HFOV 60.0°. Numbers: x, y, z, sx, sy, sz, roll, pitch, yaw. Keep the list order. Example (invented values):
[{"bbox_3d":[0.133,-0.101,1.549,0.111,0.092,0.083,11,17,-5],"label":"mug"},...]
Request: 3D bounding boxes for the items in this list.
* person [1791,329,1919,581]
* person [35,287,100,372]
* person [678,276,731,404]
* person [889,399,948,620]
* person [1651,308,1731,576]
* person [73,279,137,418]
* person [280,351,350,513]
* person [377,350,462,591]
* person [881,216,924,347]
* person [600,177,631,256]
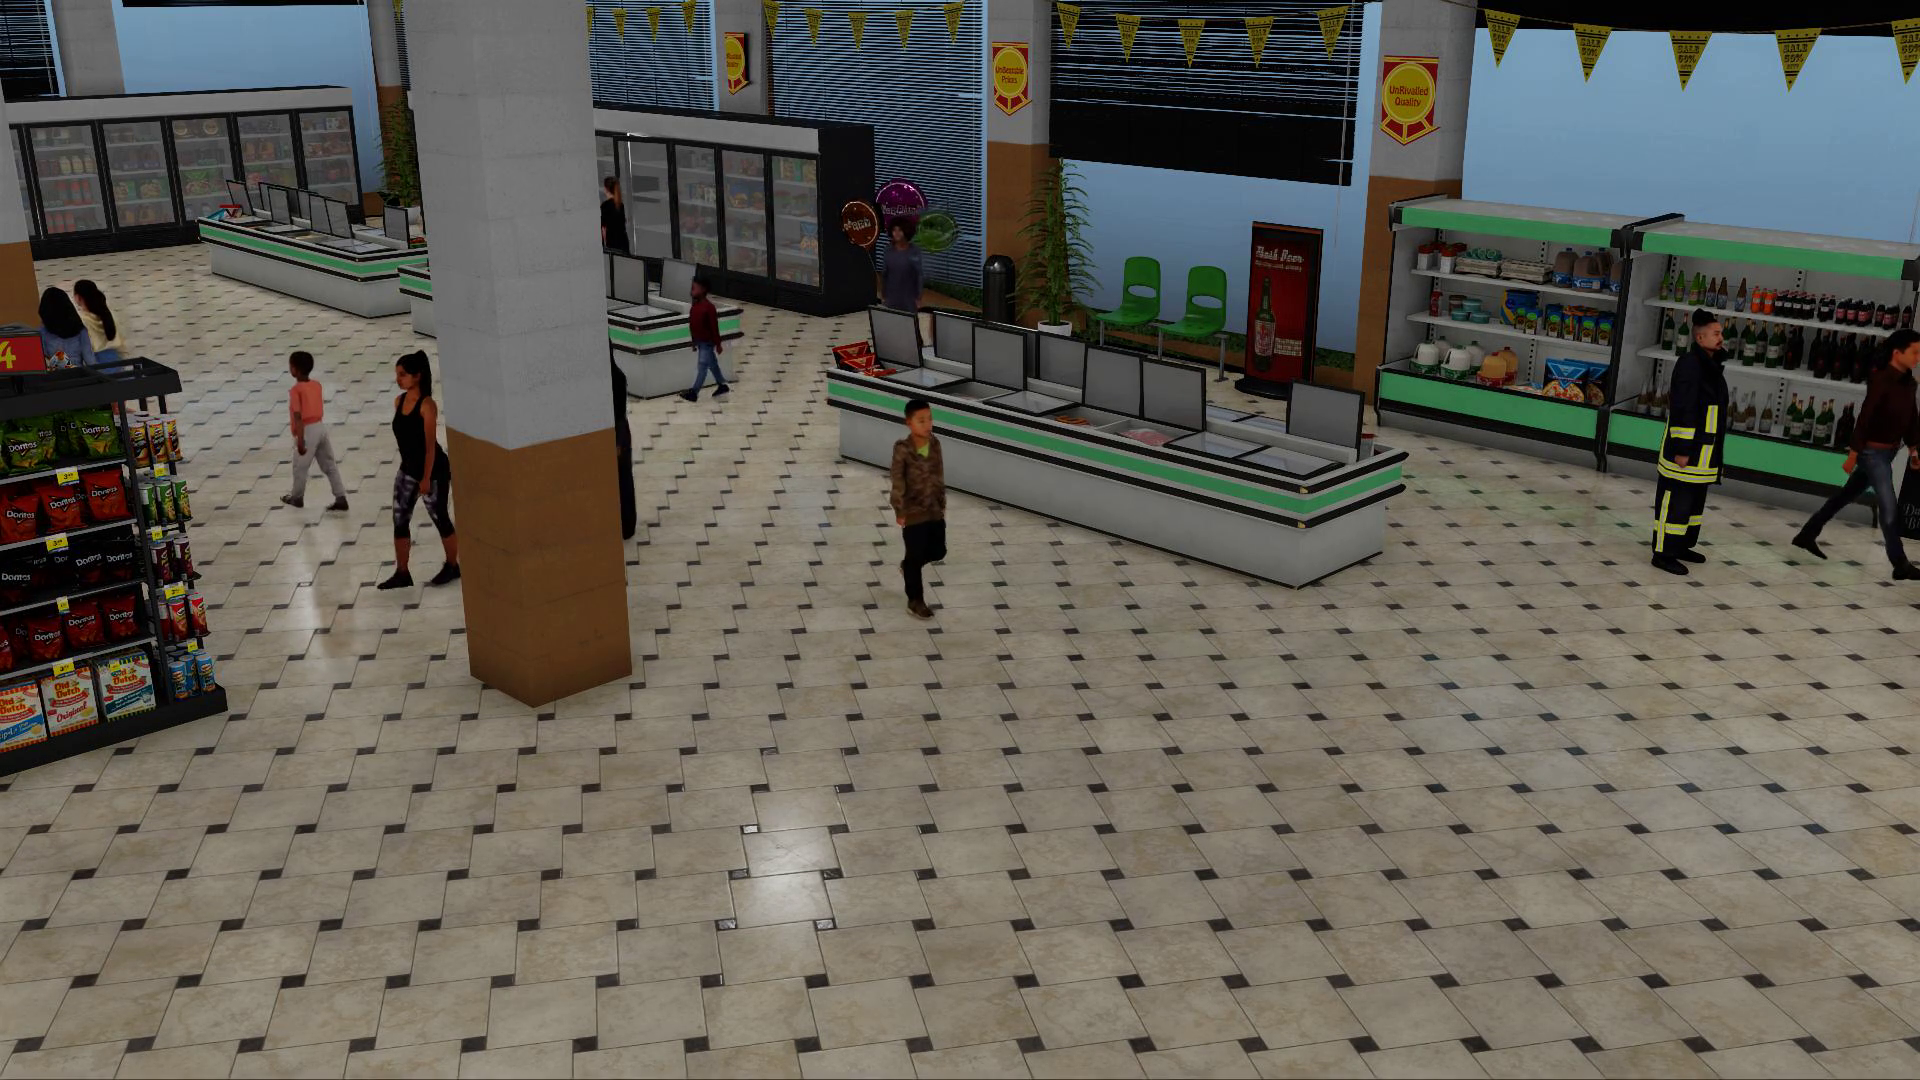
[{"bbox_3d":[6.291,-0.596,11.615,0.759,1.722,1.239,-14,23,-35],"label":"person"},{"bbox_3d":[-6.969,-1.106,13.044,0.628,1.774,0.580,-15,24,-37],"label":"person"},{"bbox_3d":[-2.477,-1.984,16.511,0.582,1.224,0.804,-17,25,-41],"label":"person"},{"bbox_3d":[-0.305,-0.228,10.954,0.614,1.447,0.746,-15,24,-38],"label":"person"},{"bbox_3d":[5.176,-0.715,11.751,0.657,1.861,0.737,17,25,41],"label":"person"},{"bbox_3d":[-7.226,-1.394,14.152,0.989,1.612,0.846,7,20,21],"label":"person"},{"bbox_3d":[-4.996,-0.806,12.927,0.956,1.280,0.683,9,21,26],"label":"person"},{"bbox_3d":[-3.605,-0.482,11.399,0.839,1.644,0.771,10,21,28],"label":"person"},{"bbox_3d":[-0.582,-2.532,17.397,0.871,1.697,0.853,6,20,18],"label":"person"},{"bbox_3d":[-4.274,-3.679,20.852,0.855,1.662,0.731,12,22,31],"label":"person"}]
